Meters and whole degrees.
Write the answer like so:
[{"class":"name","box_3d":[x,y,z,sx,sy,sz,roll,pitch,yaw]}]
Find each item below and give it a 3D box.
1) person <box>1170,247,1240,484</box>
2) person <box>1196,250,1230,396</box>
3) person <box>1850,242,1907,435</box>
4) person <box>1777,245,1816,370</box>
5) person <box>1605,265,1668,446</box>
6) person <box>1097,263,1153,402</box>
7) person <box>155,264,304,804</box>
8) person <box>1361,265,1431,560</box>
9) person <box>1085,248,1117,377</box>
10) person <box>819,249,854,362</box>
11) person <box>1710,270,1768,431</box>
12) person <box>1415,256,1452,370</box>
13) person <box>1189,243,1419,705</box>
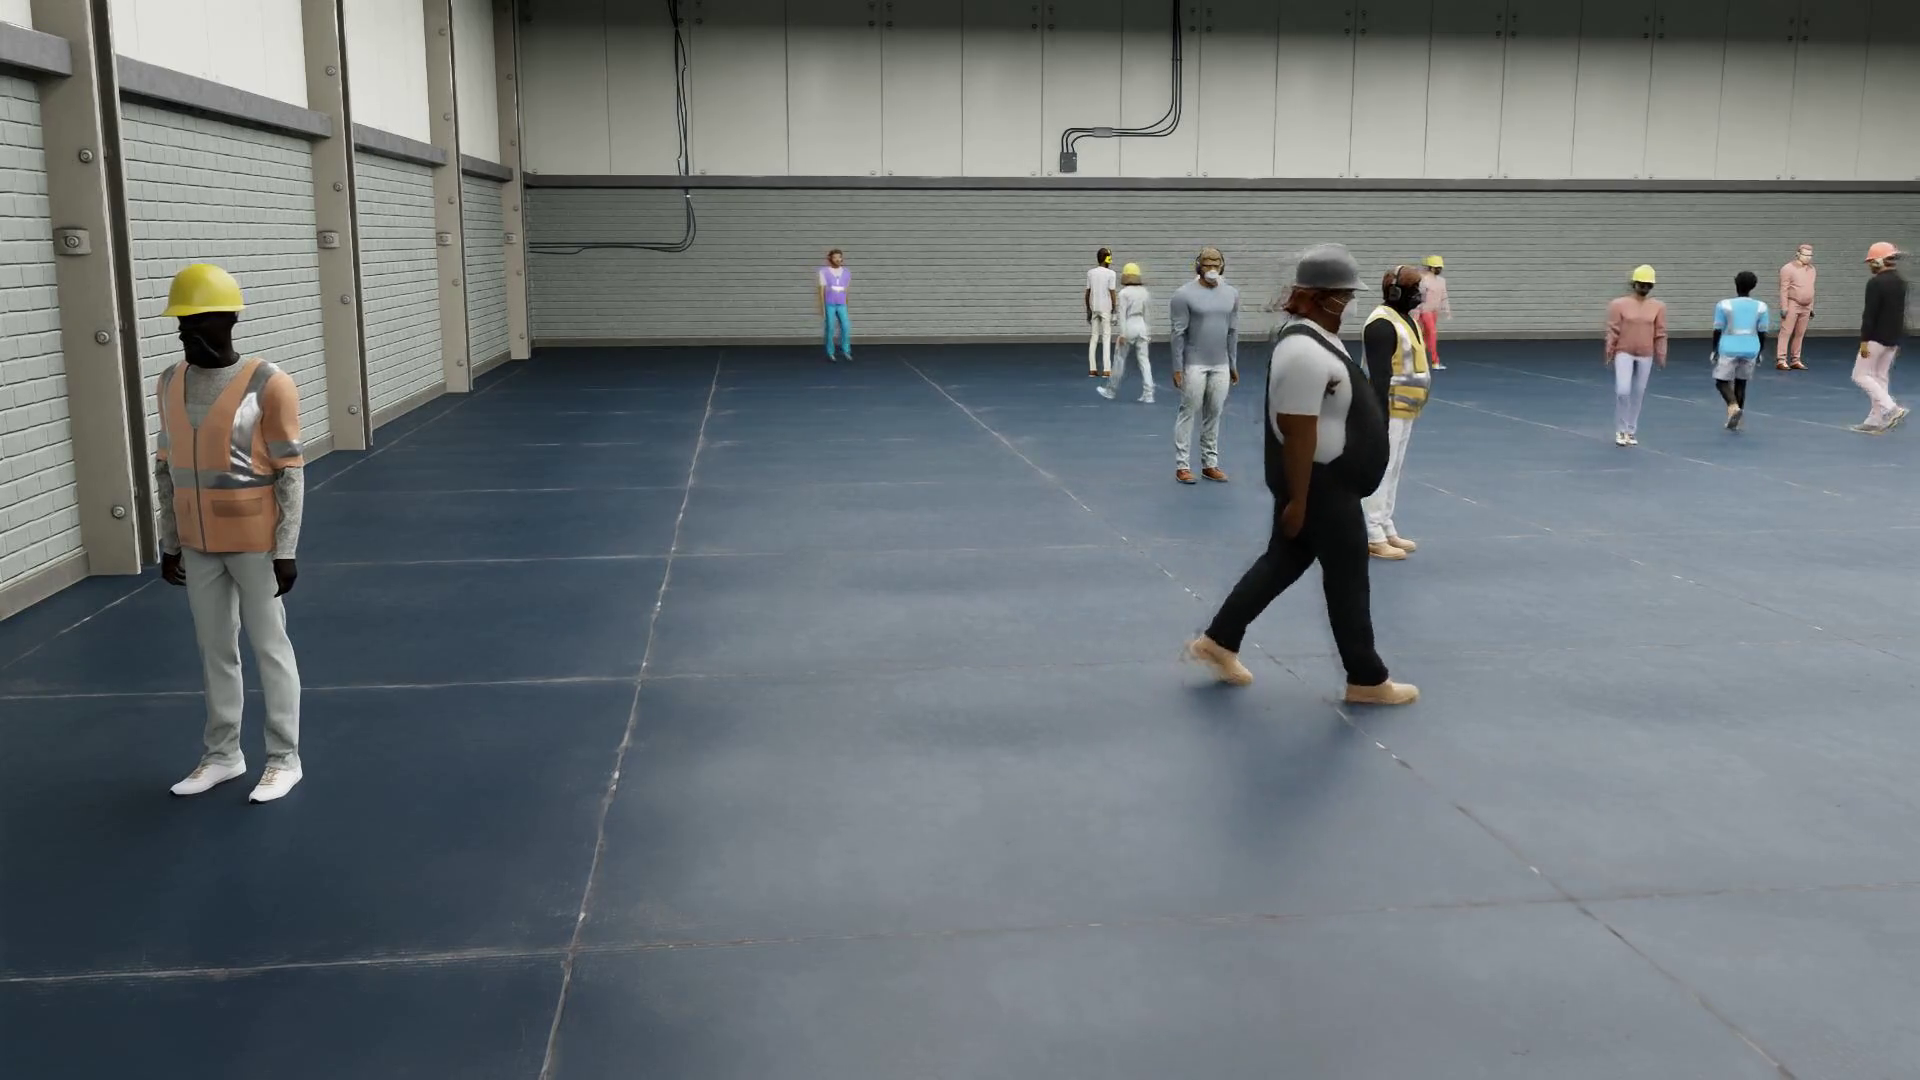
[{"class":"person","box_3d":[2.016,-1.431,13.703,0.633,1.936,0.353,-4,11,-23]},{"class":"person","box_3d":[3.227,-2.758,21.197,0.525,1.861,0.484,-9,14,-42]},{"class":"person","box_3d":[9.413,-2.044,16.979,0.636,1.966,0.583,-6,12,-30]},{"class":"person","box_3d":[12.759,-3.531,25.317,0.636,1.902,0.405,-4,11,-20]},{"class":"person","box_3d":[6.551,-1.774,16.082,0.545,1.743,0.611,1,10,7]},{"class":"person","box_3d":[2.091,-2.563,20.575,0.497,1.695,0.872,-6,12,-31]},{"class":"person","box_3d":[-2.625,-0.015,5.968,0.587,1.927,0.368,3,11,15]},{"class":"person","box_3d":[2.757,-0.812,10.571,0.430,1.844,0.624,6,12,29]},{"class":"person","box_3d":[2.055,-3.286,24.088,0.514,1.860,0.336,8,13,37]},{"class":"person","box_3d":[-1.974,-3.751,26.748,0.577,1.817,0.791,-5,11,-24]},{"class":"person","box_3d":[8.066,-1.941,17.193,0.540,1.676,0.570,1,10,6]},{"class":"person","box_3d":[7.234,-3.442,25.285,0.516,1.726,0.783,-8,13,-36]},{"class":"person","box_3d":[1.505,-0.310,7.270,0.973,2.000,0.677,1,10,8]}]
